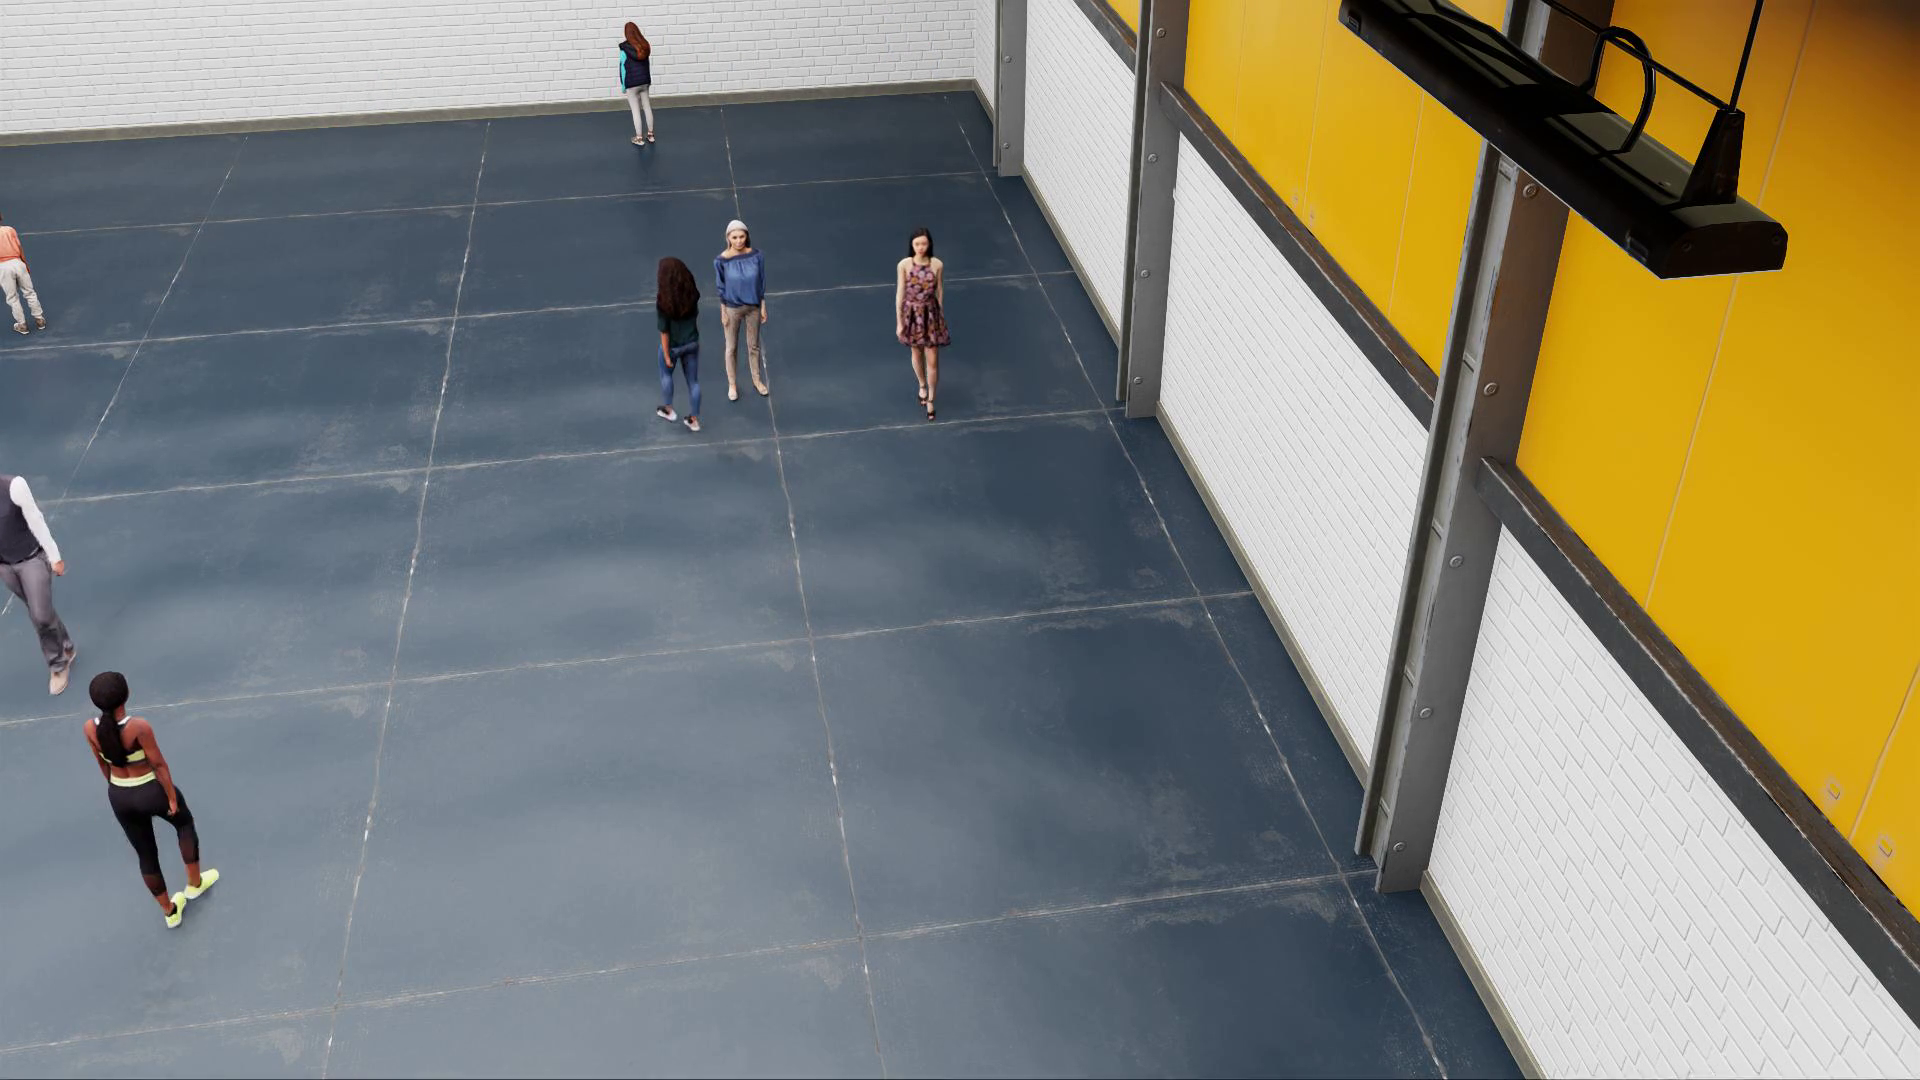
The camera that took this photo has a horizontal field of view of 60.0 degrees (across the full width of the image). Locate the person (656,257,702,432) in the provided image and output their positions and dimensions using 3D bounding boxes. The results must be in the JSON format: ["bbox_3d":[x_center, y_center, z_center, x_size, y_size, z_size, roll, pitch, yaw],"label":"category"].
[{"bbox_3d":[-2.391,-1.674,14.503,0.758,1.601,0.861,-21,39,-29],"label":"person"}]

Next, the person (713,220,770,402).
[{"bbox_3d":[-1.973,-2.090,15.041,0.652,1.697,0.623,-12,35,-18],"label":"person"}]

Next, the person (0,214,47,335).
[{"bbox_3d":[-9.271,-2.653,16.238,0.566,1.310,0.597,-24,41,-32],"label":"person"}]

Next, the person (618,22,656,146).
[{"bbox_3d":[-3.999,-5.660,20.592,0.685,1.499,0.722,-26,41,-33],"label":"person"}]

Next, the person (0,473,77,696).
[{"bbox_3d":[-6.489,0.090,11.554,0.762,1.926,0.820,1,34,1],"label":"person"}]

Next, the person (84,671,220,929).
[{"bbox_3d":[-4.716,1.550,9.529,0.601,1.738,0.672,-3,34,-5],"label":"person"}]

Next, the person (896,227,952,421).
[{"bbox_3d":[-0.360,-1.978,14.822,0.692,1.752,0.828,-1,34,-1],"label":"person"}]
